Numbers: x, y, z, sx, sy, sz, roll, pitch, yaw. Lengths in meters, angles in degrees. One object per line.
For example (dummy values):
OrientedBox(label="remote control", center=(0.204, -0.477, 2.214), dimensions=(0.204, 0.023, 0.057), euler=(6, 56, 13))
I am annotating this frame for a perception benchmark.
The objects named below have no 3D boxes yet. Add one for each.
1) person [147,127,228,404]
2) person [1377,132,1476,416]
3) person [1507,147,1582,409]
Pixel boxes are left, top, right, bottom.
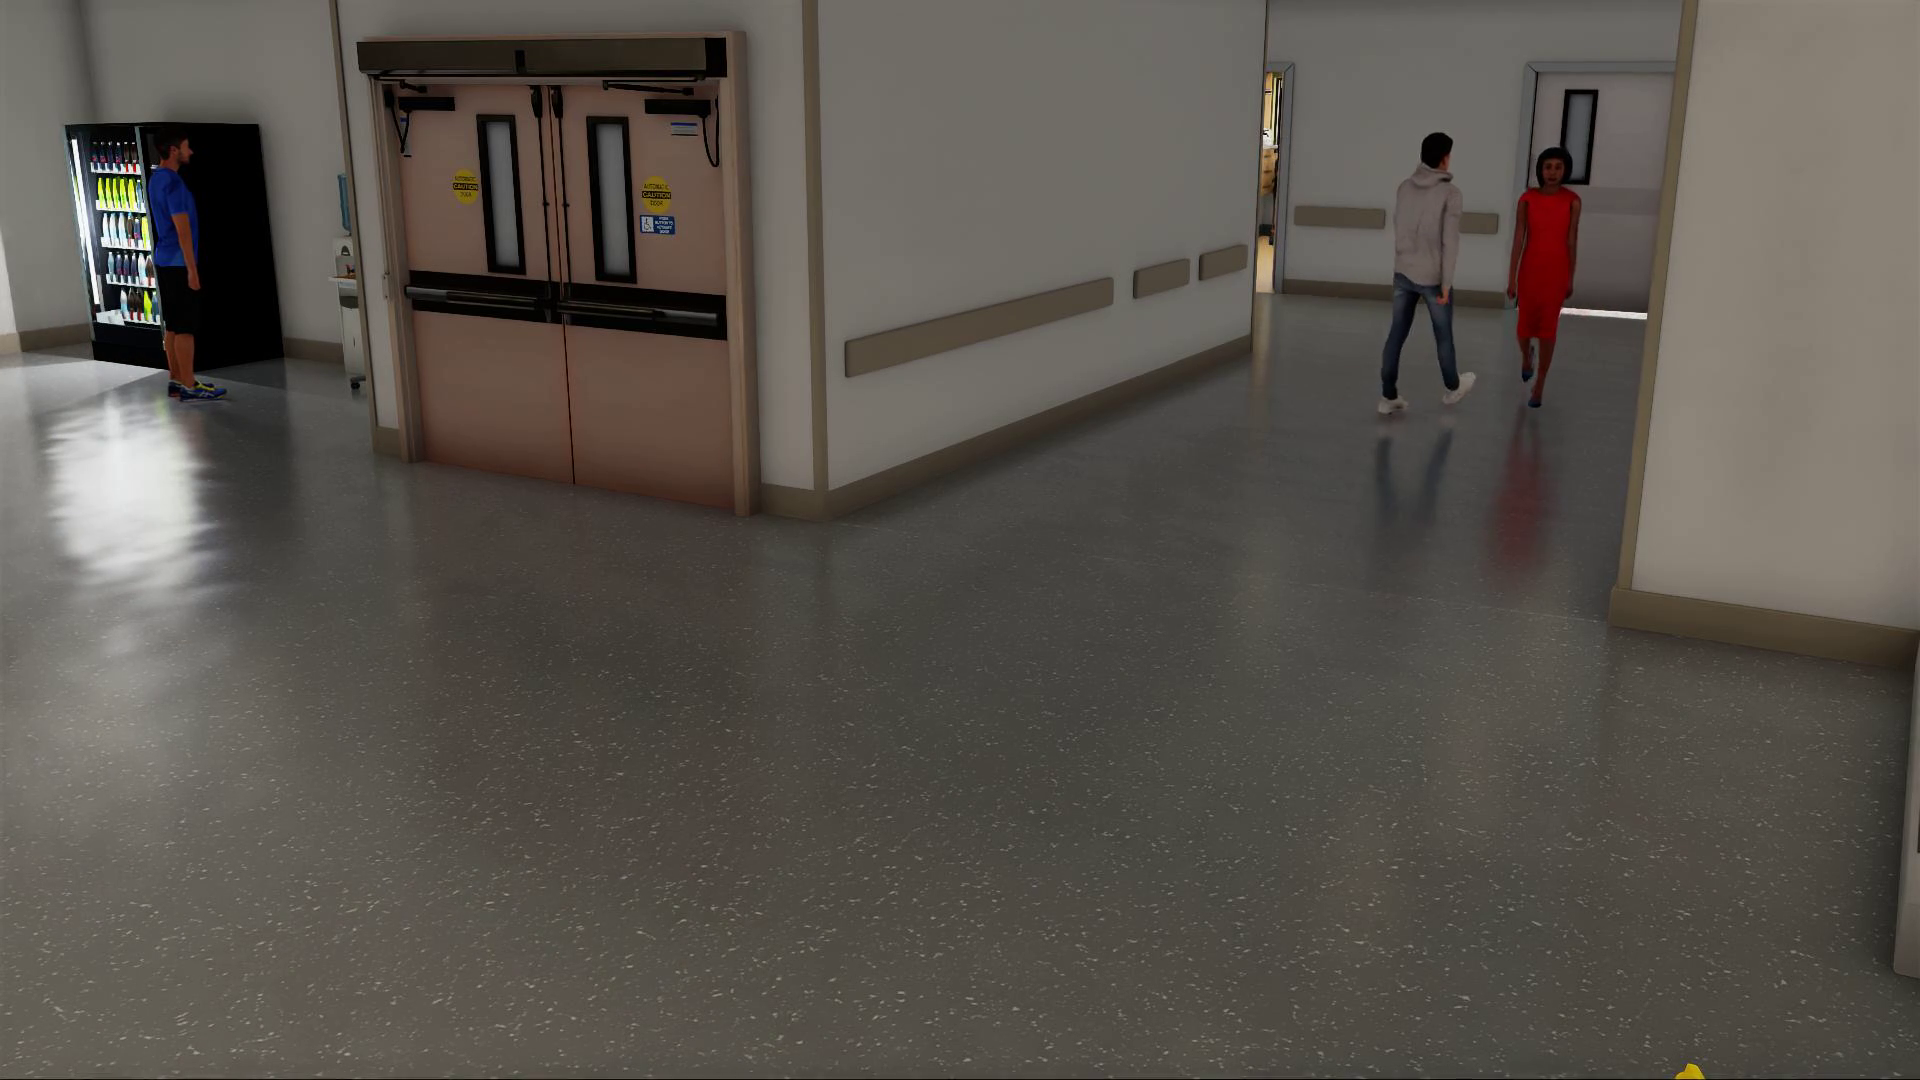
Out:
OrientedBox(label="person", center=(-5.422, -1.905, 11.516), dimensions=(0.724, 1.865, 0.591), euler=(-13, 21, -39))
OrientedBox(label="person", center=(2.966, -1.706, 10.910), dimensions=(1.149, 1.812, 0.916), euler=(15, 21, 42))
OrientedBox(label="person", center=(3.980, -1.780, 11.371), dimensions=(1.064, 1.704, 0.764), euler=(6, 17, 21))
